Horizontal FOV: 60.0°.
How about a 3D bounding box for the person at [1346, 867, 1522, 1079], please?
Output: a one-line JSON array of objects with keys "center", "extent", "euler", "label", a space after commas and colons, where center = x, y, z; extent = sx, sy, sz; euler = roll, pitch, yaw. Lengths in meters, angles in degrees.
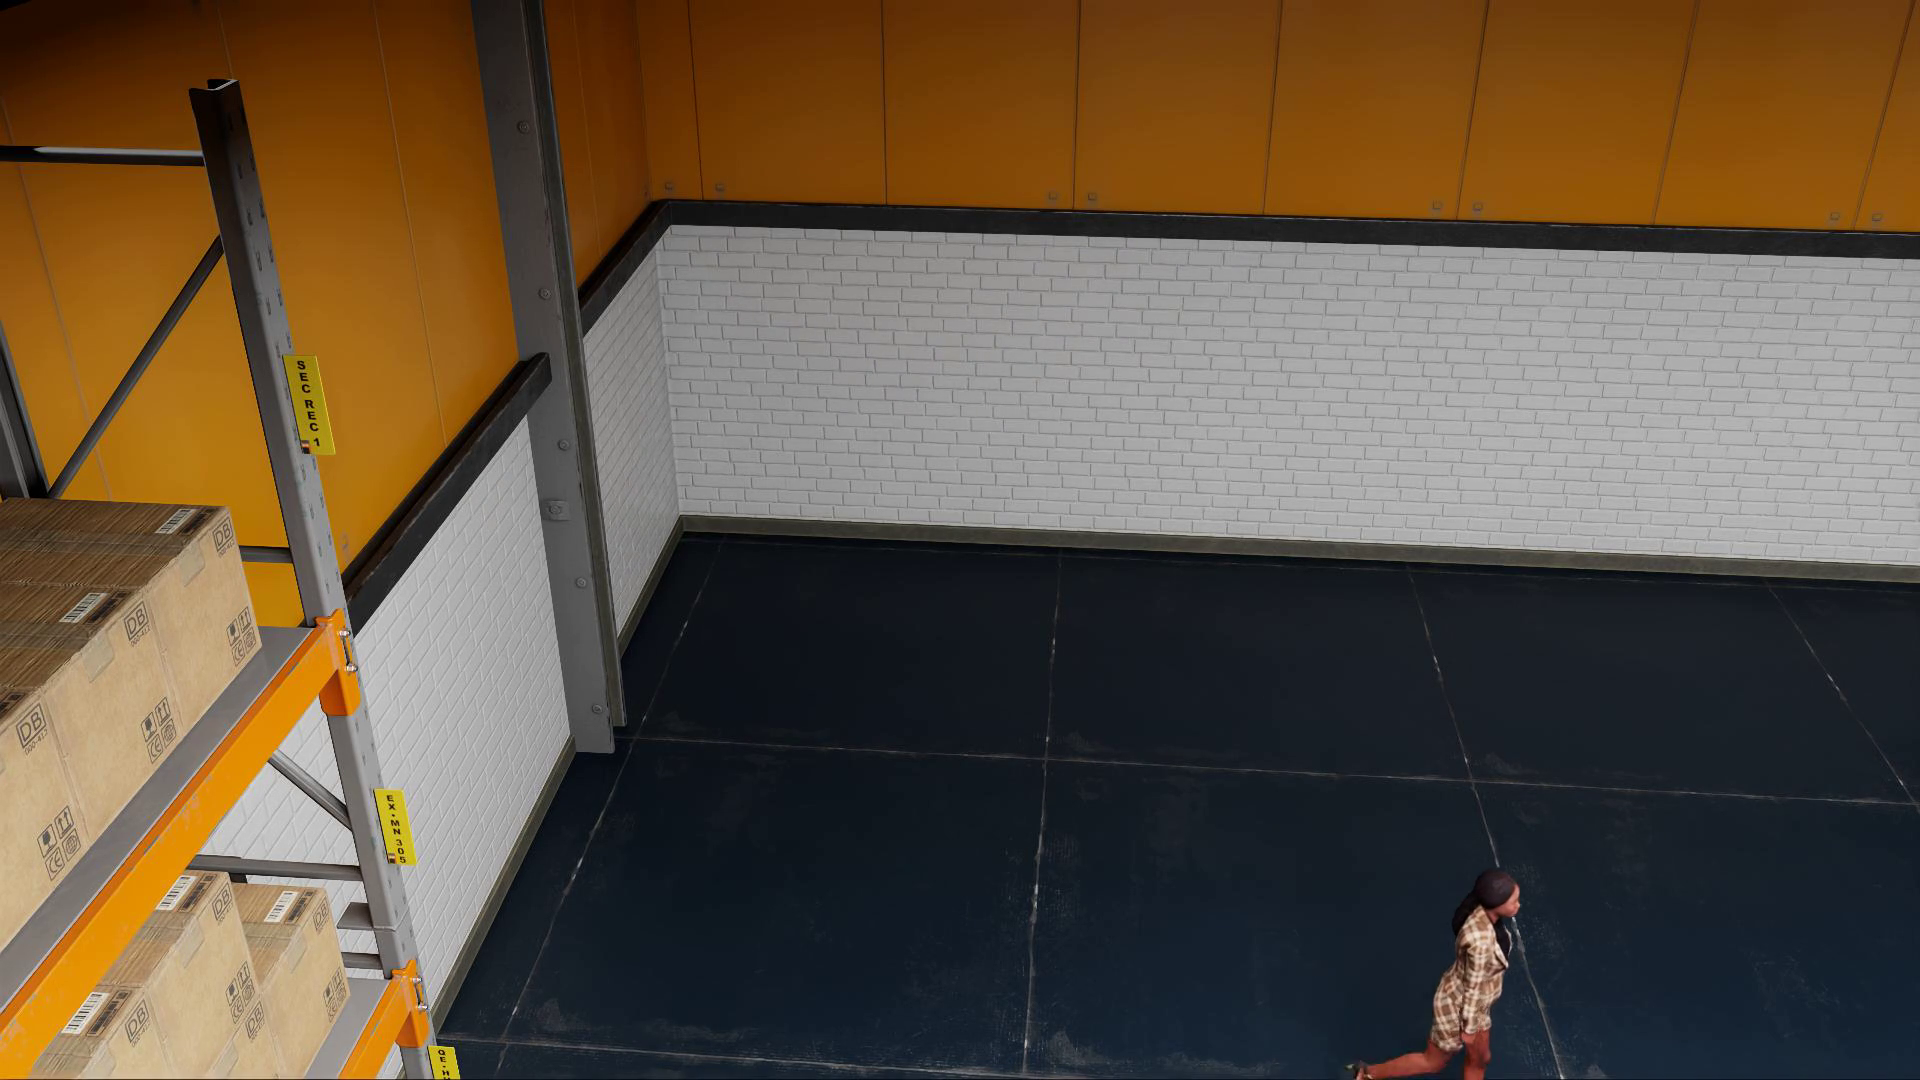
[{"center": [2.495, 2.391, 8.571], "extent": [0.898, 1.768, 1.046], "euler": [14, 32, 24], "label": "person"}]
